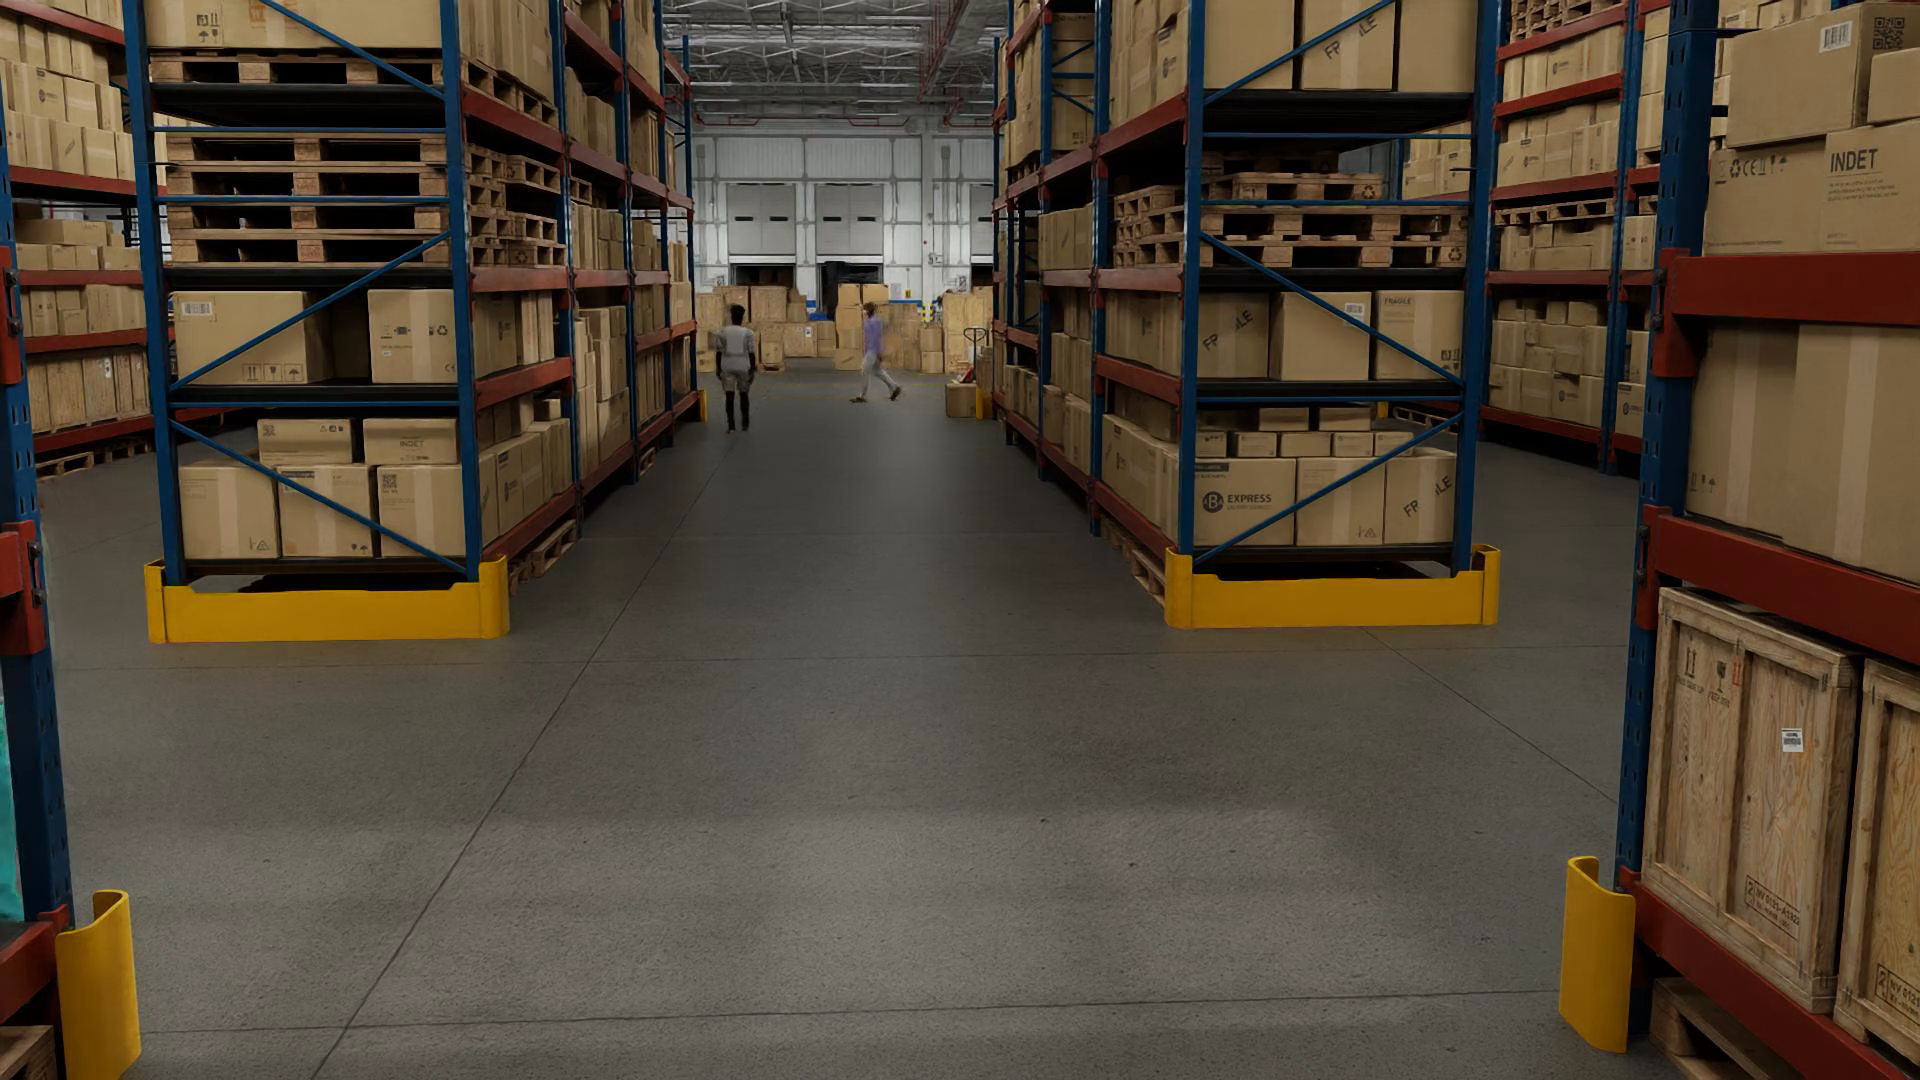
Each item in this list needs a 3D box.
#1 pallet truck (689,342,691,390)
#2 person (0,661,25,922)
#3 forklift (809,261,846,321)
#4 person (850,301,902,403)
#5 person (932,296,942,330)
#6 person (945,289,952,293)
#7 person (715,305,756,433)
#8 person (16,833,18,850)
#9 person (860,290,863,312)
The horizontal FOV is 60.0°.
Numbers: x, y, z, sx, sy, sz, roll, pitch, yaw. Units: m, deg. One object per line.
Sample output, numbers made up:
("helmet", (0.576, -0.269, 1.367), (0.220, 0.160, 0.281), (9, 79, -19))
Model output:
("pallet truck", (-5.225, -3.008, 27.480), (1.885, 1.965, 0.823), (2, 9, 14))
("person", (-3.535, 0.579, 5.736), (0.648, 1.753, 0.535), (1, 9, 9))
("forklift", (-4.120, -7.844, 55.086), (1.873, 2.768, 1.129), (3, 10, 20))
("person", (-1.543, -3.492, 30.851), (0.958, 1.904, 0.640), (-3, 10, -18))
("person", (-0.740, -7.976, 59.842), (0.519, 1.624, 0.364), (0, 9, 0))
("person", (-0.433, -7.522, 56.176), (1.032, 1.881, 0.654), (-3, 9, -16))
("person", (-3.363, -2.558, 24.957), (0.611, 1.917, 1.001), (-1, 9, -6))
("person", (-4.204, 0.507, 6.679), (0.852, 1.583, 0.516), (-1, 9, -5))
("person", (-3.595, -7.923, 58.832), (0.348, 1.842, 0.506), (-4, 10, -26))
